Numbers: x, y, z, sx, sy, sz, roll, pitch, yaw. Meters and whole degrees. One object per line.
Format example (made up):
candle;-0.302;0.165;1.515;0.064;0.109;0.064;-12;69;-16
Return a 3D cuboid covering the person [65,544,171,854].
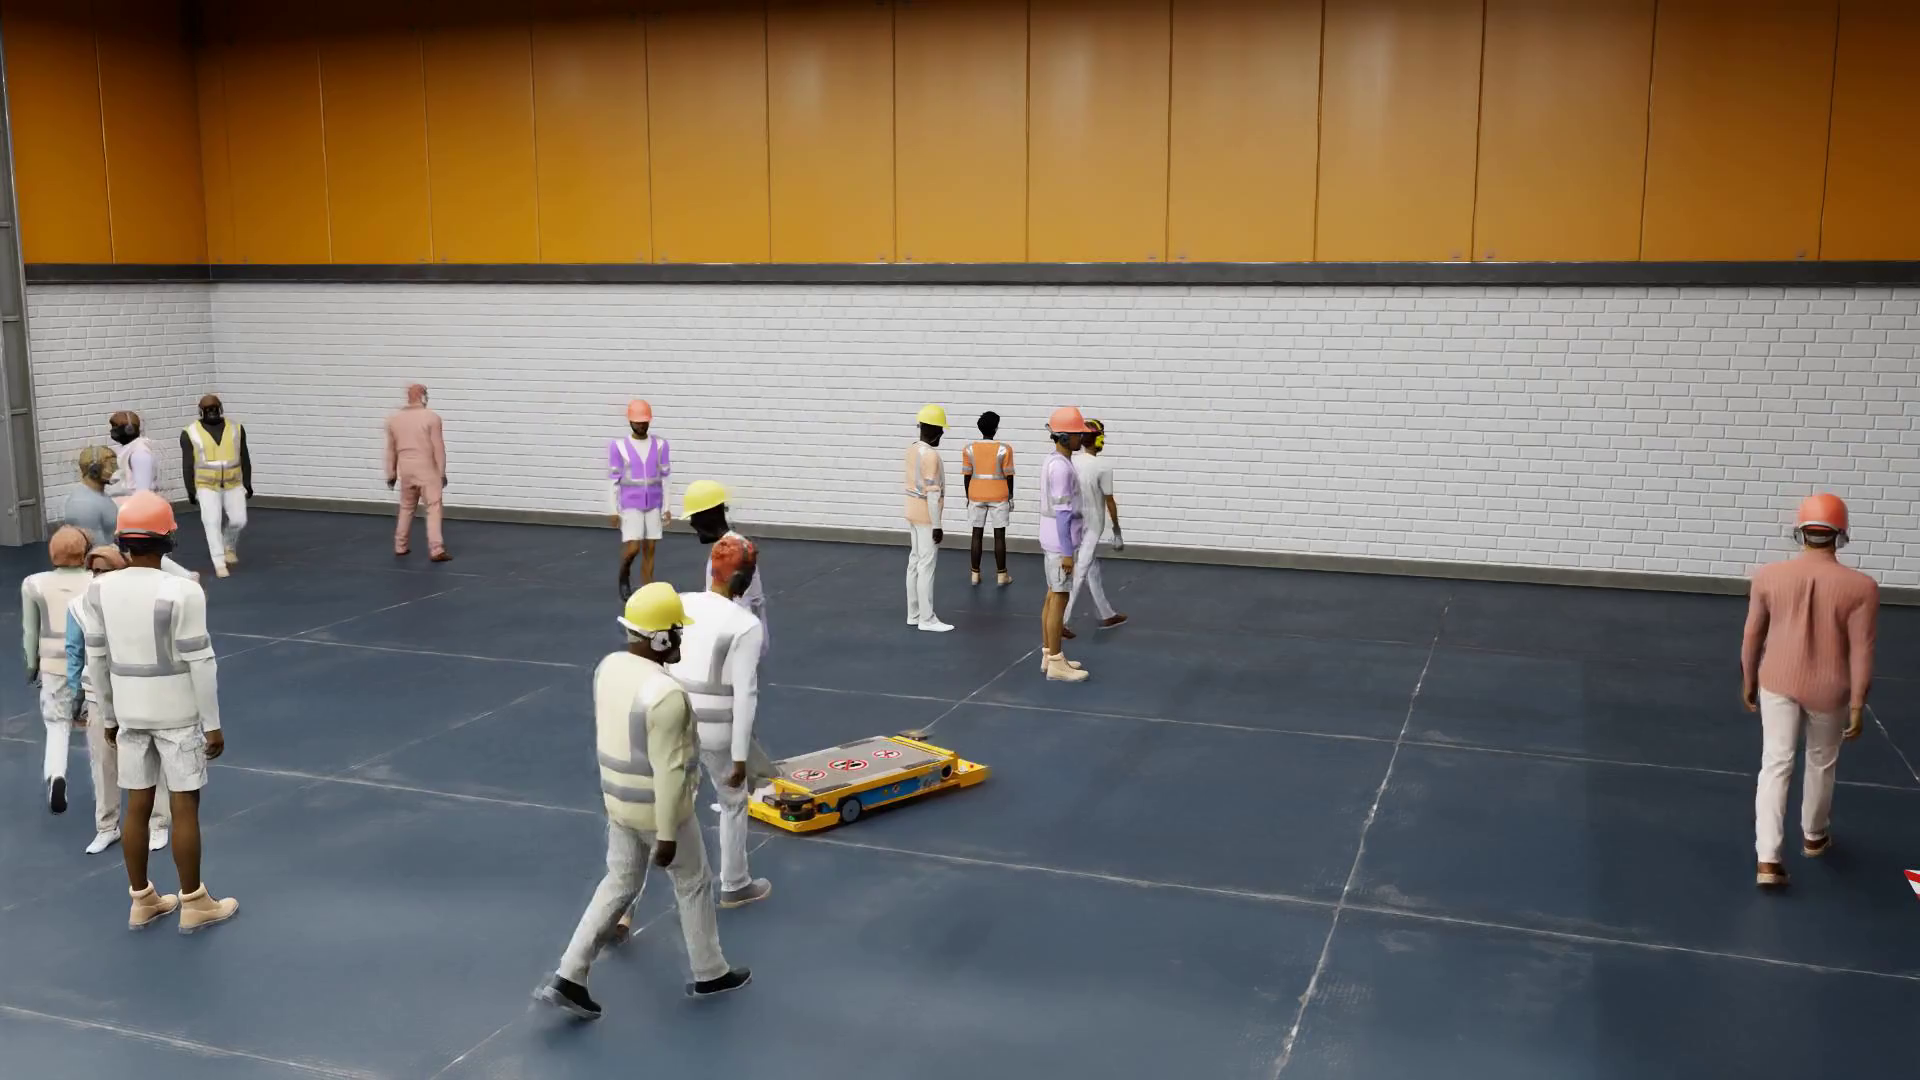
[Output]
person;-4.375;0.826;8.694;0.522;1.636;0.311;-1;9;-9

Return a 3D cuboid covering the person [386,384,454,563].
person;-5.755;-0.711;17.603;0.814;1.855;0.554;3;10;20

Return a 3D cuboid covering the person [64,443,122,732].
person;-5.587;0.318;11.001;0.669;1.919;0.632;-3;10;-15

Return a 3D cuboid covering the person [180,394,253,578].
person;-7.430;-0.551;16.636;0.649;1.831;0.532;-7;11;-36

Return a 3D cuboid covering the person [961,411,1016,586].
person;0.282;-0.398;16.103;0.533;1.697;0.318;2;9;14

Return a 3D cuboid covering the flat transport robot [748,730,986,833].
flat transport robot;-0.585;1.366;9.569;1.431;0.197;0.652;-9;13;-43

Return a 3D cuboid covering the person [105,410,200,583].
person;-7.263;-0.249;14.785;0.745;1.823;0.632;-8;12;-40

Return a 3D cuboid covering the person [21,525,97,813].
person;-4.980;0.730;9.344;0.522;1.619;0.621;-3;10;-19

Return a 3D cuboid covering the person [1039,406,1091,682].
person;0.781;0.025;12.405;0.379;2.045;0.605;0;9;-3

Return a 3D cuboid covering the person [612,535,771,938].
person;-1.235;0.906;7.627;0.600;1.837;0.947;5;10;28

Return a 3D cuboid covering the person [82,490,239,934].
person;-3.667;0.791;7.637;0.615;2.047;0.357;2;9;12

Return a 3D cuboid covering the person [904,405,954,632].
person;-0.274;-0.185;14.100;0.381;1.918;0.584;-3;10;-21

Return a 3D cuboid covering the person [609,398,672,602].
person;-2.872;-0.322;14.965;0.540;1.916;0.498;-5;10;-27

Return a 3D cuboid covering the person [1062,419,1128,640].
person;1.091;-0.093;13.852;1.003;1.817;0.530;-8;12;-42

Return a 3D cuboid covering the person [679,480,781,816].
person;-1.306;0.606;9.298;0.484;1.881;0.647;-1;9;-9

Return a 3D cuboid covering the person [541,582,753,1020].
person;-1.298;1.059;6.762;0.861;1.799;0.590;-9;13;-43

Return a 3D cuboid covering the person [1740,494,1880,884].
person;4.234;0.734;8.347;0.624;1.940;1.058;7;11;36
